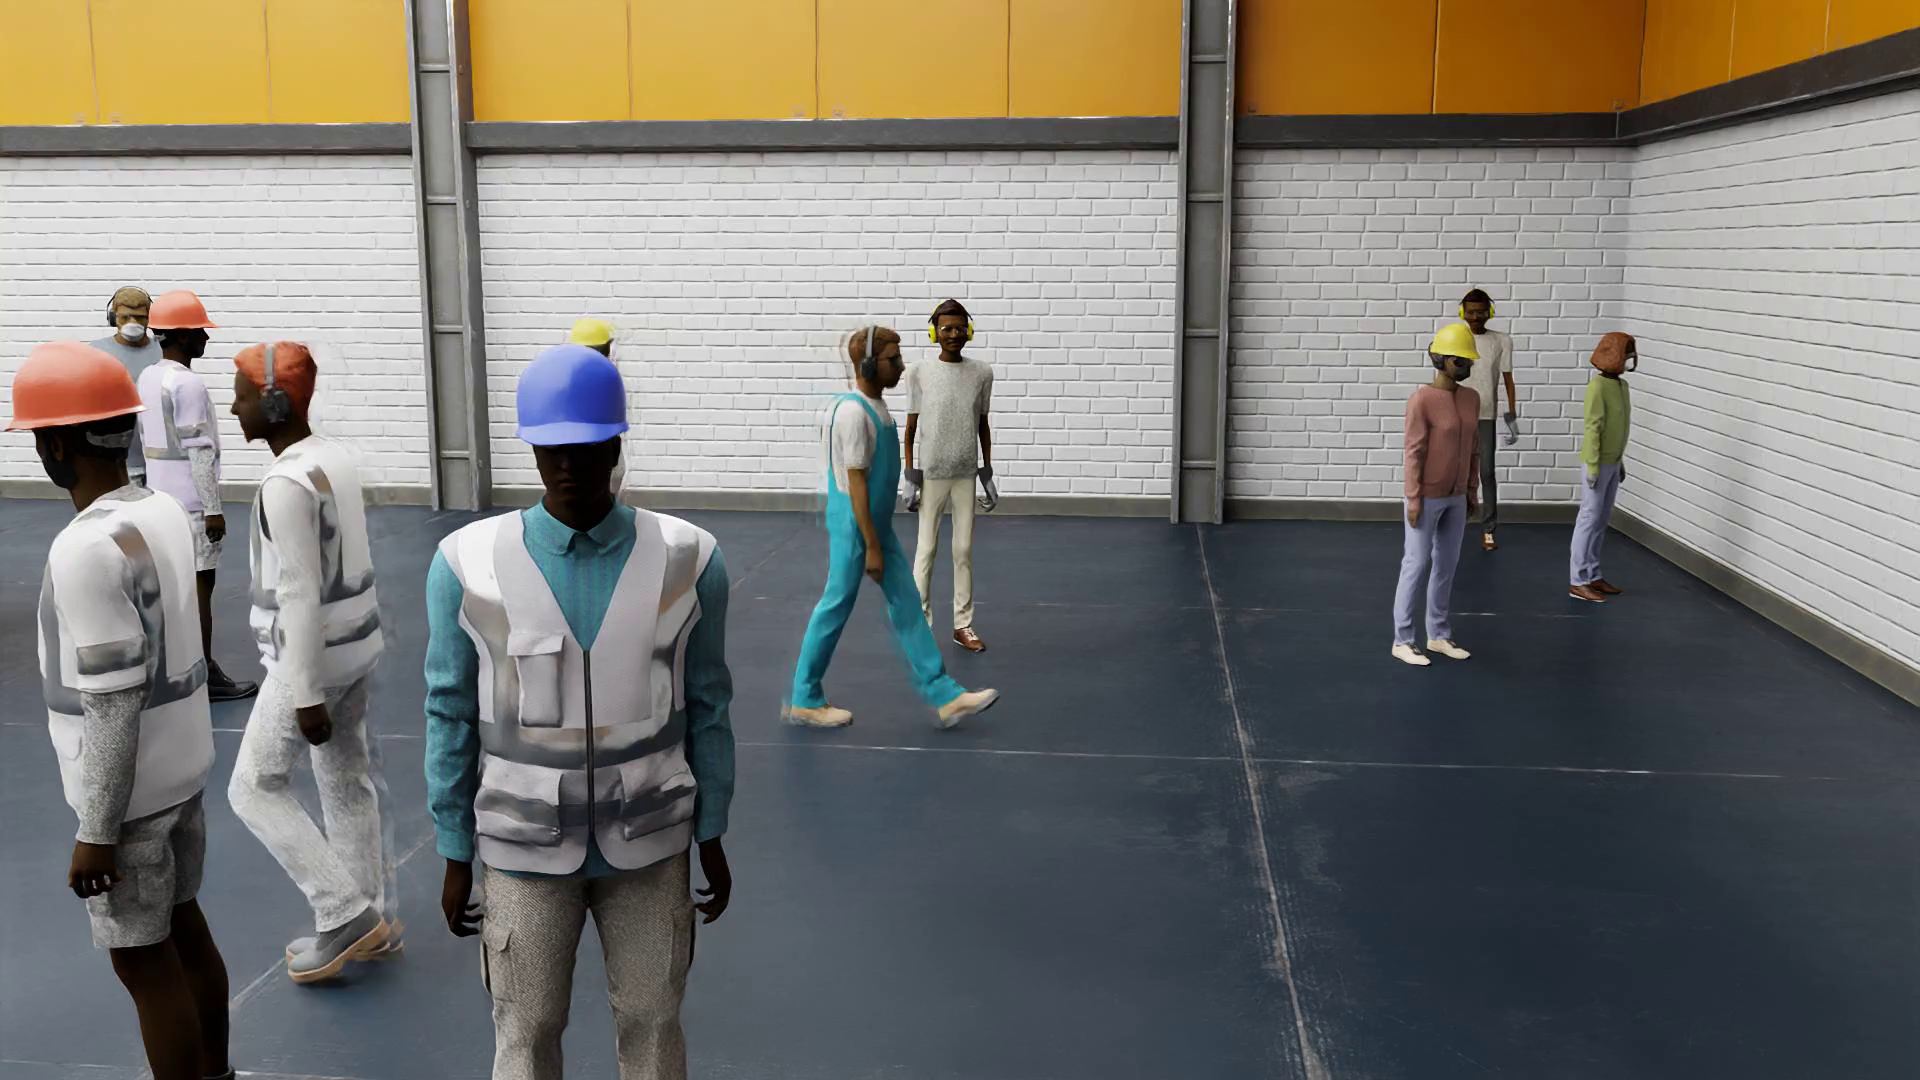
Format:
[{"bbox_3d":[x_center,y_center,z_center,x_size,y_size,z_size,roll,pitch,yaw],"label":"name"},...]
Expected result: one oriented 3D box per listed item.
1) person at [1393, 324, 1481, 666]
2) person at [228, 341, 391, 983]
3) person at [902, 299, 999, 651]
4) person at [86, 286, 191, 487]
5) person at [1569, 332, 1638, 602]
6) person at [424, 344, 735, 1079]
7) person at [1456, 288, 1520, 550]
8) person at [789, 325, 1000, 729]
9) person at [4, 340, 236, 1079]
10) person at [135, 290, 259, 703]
[{"bbox_3d":[2.475,-0.227,8.528,0.518,1.756,0.351,-7,12,-33],"label":"person"},{"bbox_3d":[-1.896,0.363,4.829,0.419,1.872,0.593,0,10,-2],"label":"person"},{"bbox_3d":[-0.049,-0.329,8.781,0.521,1.874,0.328,-3,10,-16],"label":"person"},{"bbox_3d":[-4.415,-0.392,8.965,0.371,1.935,0.627,9,13,42],"label":"person"},{"bbox_3d":[3.939,-0.451,10.156,0.274,1.632,0.503,9,13,40],"label":"person"},{"bbox_3d":[-0.745,0.585,3.326,0.605,1.948,0.385,-3,10,-16],"label":"person"},{"bbox_3d":[3.680,-0.853,11.828,0.571,1.859,0.342,3,10,14],"label":"person"},{"bbox_3d":[-0.332,-0.028,7.261,0.977,1.793,0.538,2,10,14],"label":"person"},{"bbox_3d":[-1.856,0.530,3.682,0.367,1.932,0.551,-2,10,-9],"label":"person"},{"bbox_3d":[-3.624,-0.199,7.841,0.543,1.939,0.361,8,13,40],"label":"person"}]
